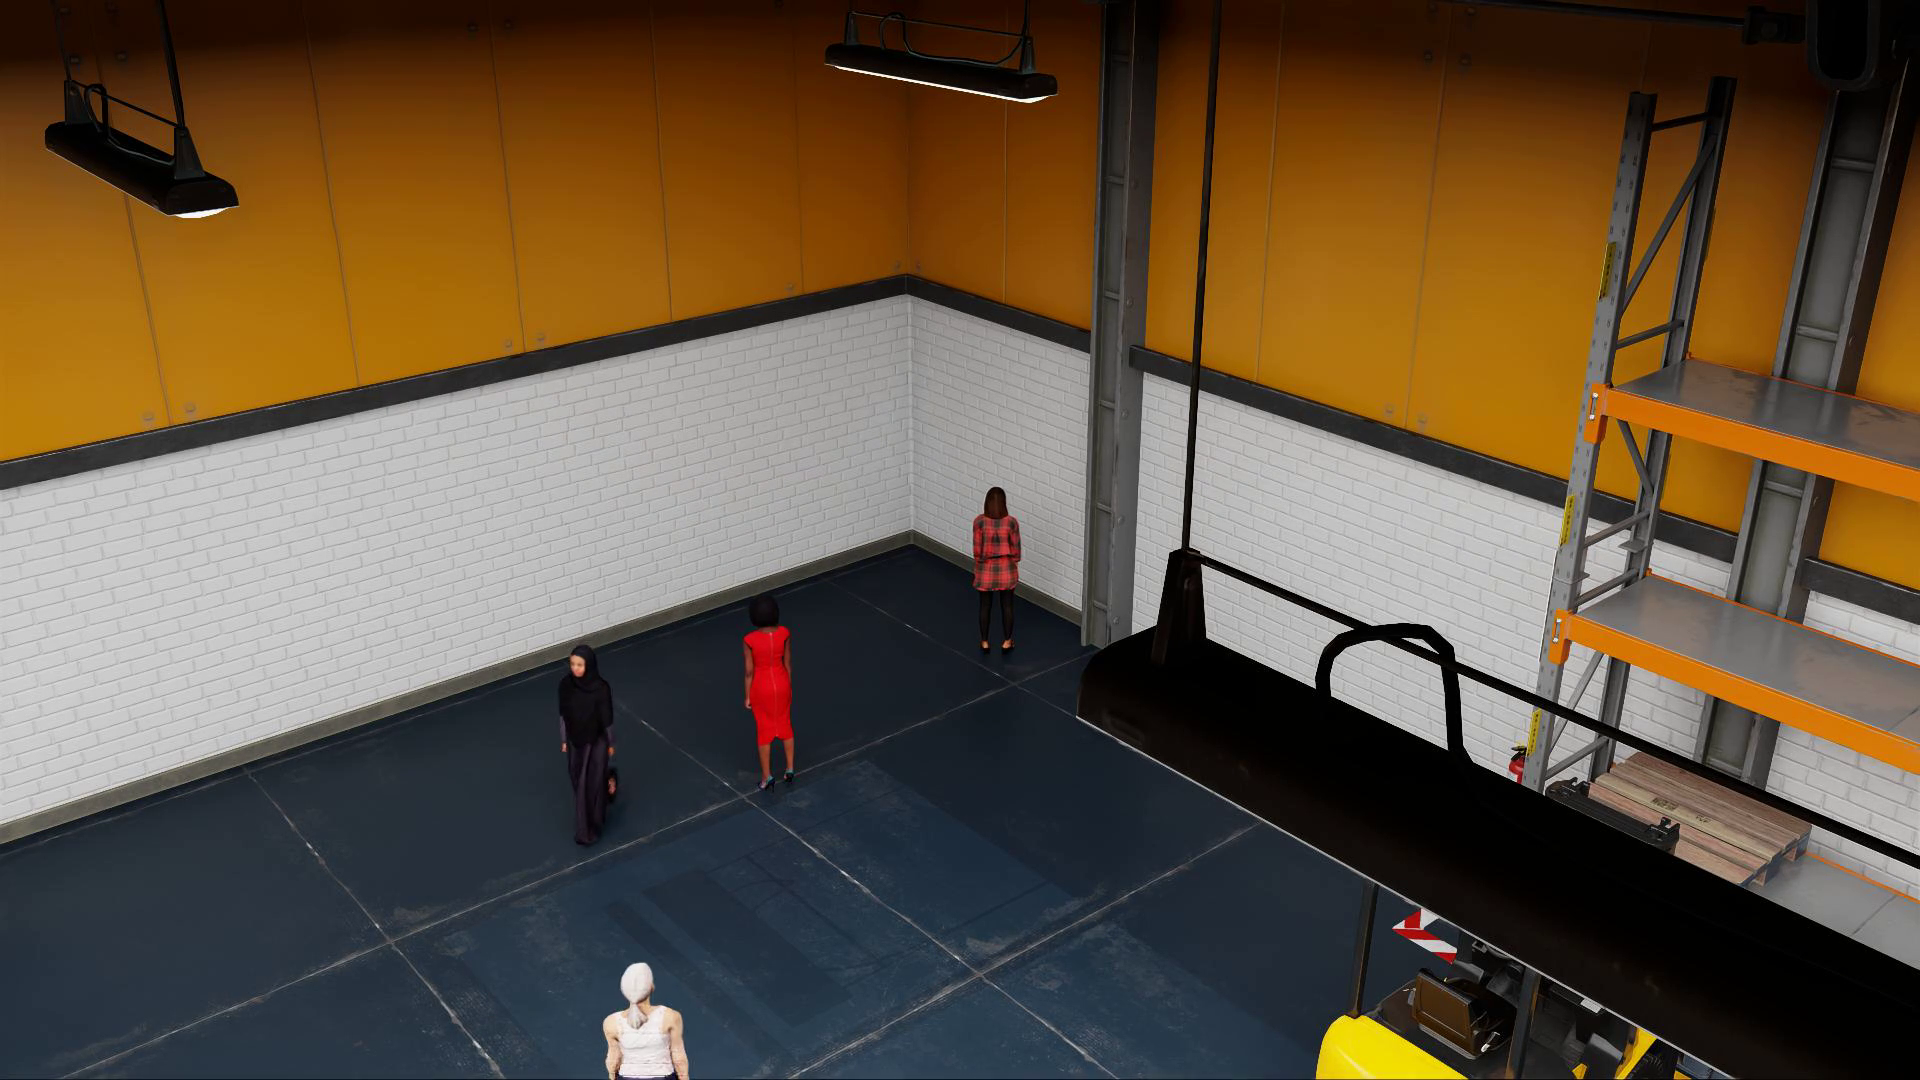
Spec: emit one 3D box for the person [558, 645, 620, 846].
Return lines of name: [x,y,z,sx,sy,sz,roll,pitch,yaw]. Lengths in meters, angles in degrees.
person: [-2.876,1.537,13.032,1.044,1.595,1.013,6,24,14]

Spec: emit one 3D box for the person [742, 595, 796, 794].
person: [-1.539,1.246,13.508,0.610,1.747,0.563,-12,26,-25]

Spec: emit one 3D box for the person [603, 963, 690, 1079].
person: [-1.726,3.139,9.243,0.731,1.694,0.756,-3,24,-7]

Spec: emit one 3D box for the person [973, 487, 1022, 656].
person: [0.345,0.286,15.758,0.691,1.704,0.756,3,24,6]
